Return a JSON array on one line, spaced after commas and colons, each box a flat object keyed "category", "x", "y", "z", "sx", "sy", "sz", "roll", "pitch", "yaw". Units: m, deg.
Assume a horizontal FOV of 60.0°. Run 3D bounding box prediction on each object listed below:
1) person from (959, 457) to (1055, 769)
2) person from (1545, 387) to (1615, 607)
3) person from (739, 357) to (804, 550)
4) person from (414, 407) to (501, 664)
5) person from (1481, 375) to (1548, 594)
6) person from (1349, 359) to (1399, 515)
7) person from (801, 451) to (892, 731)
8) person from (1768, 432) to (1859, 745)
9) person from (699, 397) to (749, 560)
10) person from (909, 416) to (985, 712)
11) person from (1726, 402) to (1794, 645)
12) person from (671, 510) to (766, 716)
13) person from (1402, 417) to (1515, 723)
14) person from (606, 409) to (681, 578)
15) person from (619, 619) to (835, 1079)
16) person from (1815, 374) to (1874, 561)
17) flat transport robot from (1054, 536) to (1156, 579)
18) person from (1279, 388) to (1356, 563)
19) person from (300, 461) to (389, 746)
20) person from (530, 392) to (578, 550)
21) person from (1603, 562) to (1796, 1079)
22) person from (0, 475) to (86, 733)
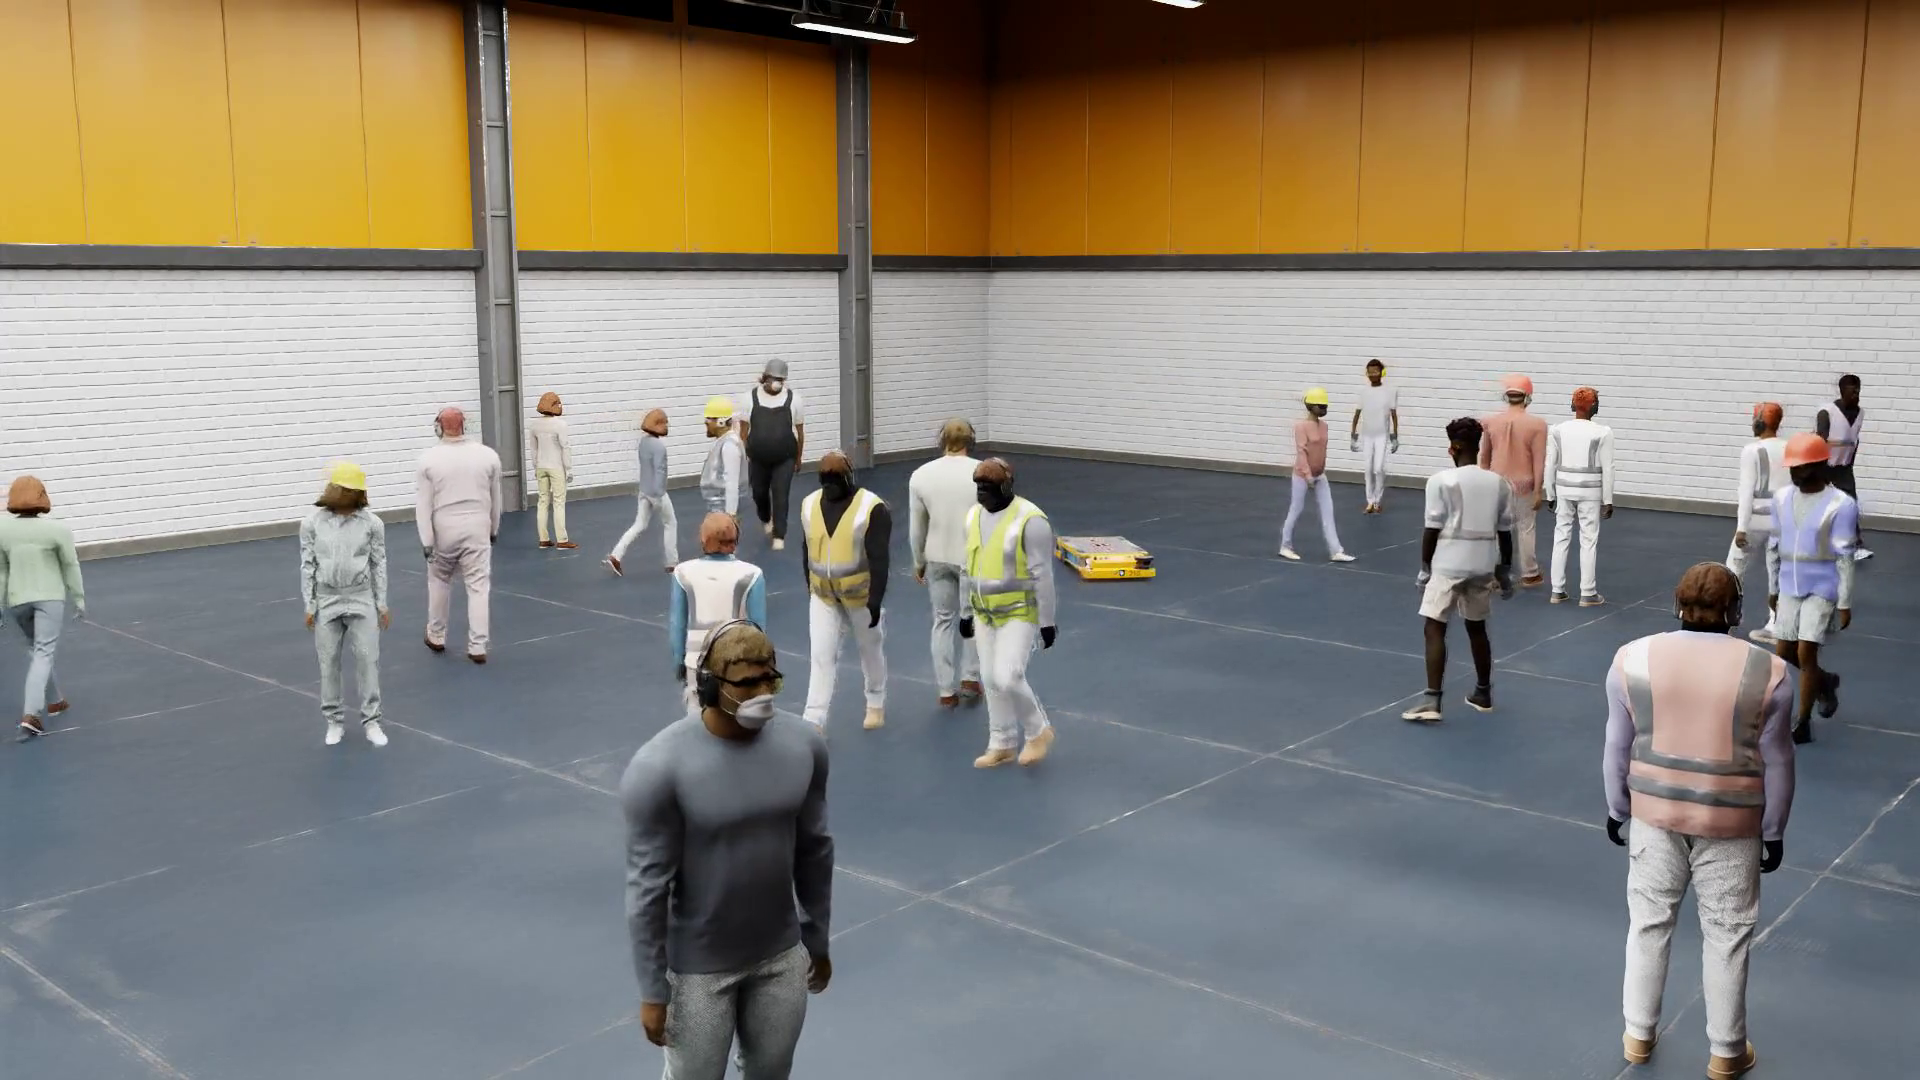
[{"category": "person", "x": 0.260, "y": 0.431, "z": 9.458, "sx": 0.439, "sy": 1.822, "sz": 0.684, "roll": -8, "pitch": 12, "yaw": -43}, {"category": "person", "x": 5.321, "y": -0.371, "z": 14.280, "sx": 0.584, "sy": 1.882, "sz": 0.345, "roll": 8, "pitch": 12, "yaw": 40}, {"category": "person", "x": -1.965, "y": -0.949, "z": 17.419, "sx": 0.684, "sy": 2.000, "sz": 0.849, "roll": 0, "pitch": 9, "yaw": -3}, {"category": "person", "x": -3.736, "y": -0.055, "z": 12.346, "sx": 0.648, "sy": 1.868, "sz": 0.921, "roll": -5, "pitch": 10, "yaw": -28}, {"category": "person", "x": 4.967, "y": -0.503, "z": 14.930, "sx": 0.627, "sy": 1.946, "sz": 0.928, "roll": 7, "pitch": 12, "yaw": 38}, {"category": "person", "x": 4.884, "y": -1.207, "z": 19.663, "sx": 0.553, "sy": 1.840, "sz": 0.598, "roll": 5, "pitch": 10, "yaw": 30}, {"category": "person", "x": -0.700, "y": 0.348, "z": 10.108, "sx": 0.640, "sy": 1.782, "sz": 0.989, "roll": 3, "pitch": 10, "yaw": 21}, {"category": "person", "x": 5.224, "y": 0.281, "z": 10.121, "sx": 0.703, "sy": 1.908, "sz": 0.581, "roll": -5, "pitch": 10, "yaw": -27}, {"category": "person", "x": -2.007, "y": -0.304, "z": 14.063, "sx": 0.432, "sy": 1.813, "sz": 0.614, "roll": -2, "pitch": 9, "yaw": -14}, {"category": "person", "x": -0.014, "y": 0.150, "z": 10.881, "sx": 0.654, "sy": 1.920, "sz": 0.562, "roll": 2, "pitch": 9, "yaw": 15}, {"category": "person", "x": 6.160, "y": -0.149, "z": 12.972, "sx": 0.605, "sy": 1.850, "sz": 0.869, "roll": -3, "pitch": 10, "yaw": -19}, {"category": "person", "x": -1.276, "y": 0.668, "z": 8.625, "sx": 0.510, "sy": 1.616, "sz": 0.645, "roll": 1, "pitch": 9, "yaw": 5}, {"category": "person", "x": 3.192, "y": 0.197, "z": 10.608, "sx": 0.828, "sy": 1.928, "sz": 0.565, "roll": -3, "pitch": 10, "yaw": -20}, {"category": "person", "x": -2.939, "y": -0.439, "z": 15.609, "sx": 0.823, "sy": 1.594, "sz": 0.509, "roll": -7, "pitch": 11, "yaw": -36}, {"category": "person", "x": -0.623, "y": 1.154, "z": 4.602, "sx": 0.645, "sy": 1.927, "sz": 0.392, "roll": -7, "pitch": 12, "yaw": -39}, {"category": "person", "x": 8.746, "y": -0.731, "z": 16.651, "sx": 0.641, "sy": 1.866, "sz": 1.030, "roll": -3, "pitch": 10, "yaw": -18}, {"category": "flat transport robot", "x": 1.379, "y": 0.152, "z": 16.045, "sx": 0.652, "sy": 0.197, "sz": 1.431, "roll": -1, "pitch": 9, "yaw": -9}, {"category": "person", "x": 3.514, "y": -0.633, "z": 16.427, "sx": 0.529, "sy": 1.729, "sz": 0.787, "roll": -7, "pitch": 12, "yaw": -38}, {"category": "person", "x": -3.700, "y": 0.397, "z": 10.029, "sx": 0.495, "sy": 1.738, "sz": 0.386, "roll": -4, "pitch": 10, "yaw": -24}, {"category": "person", "x": -4.220, "y": -0.716, "z": 17.223, "sx": 0.499, "sy": 1.634, "sz": 0.279, "roll": 5, "pitch": 10, "yaw": 27}, {"category": "person", "x": 2.608, "y": 0.988, "z": 5.901, "sx": 0.621, "sy": 1.838, "sz": 0.429, "roll": 6, "pitch": 11, "yaw": 33}, {"category": "person", "x": -5.789, "y": 0.394, "z": 10.414, "sx": 0.508, "sy": 1.601, "sz": 0.867, "roll": -1, "pitch": 9, "yaw": -6}]
